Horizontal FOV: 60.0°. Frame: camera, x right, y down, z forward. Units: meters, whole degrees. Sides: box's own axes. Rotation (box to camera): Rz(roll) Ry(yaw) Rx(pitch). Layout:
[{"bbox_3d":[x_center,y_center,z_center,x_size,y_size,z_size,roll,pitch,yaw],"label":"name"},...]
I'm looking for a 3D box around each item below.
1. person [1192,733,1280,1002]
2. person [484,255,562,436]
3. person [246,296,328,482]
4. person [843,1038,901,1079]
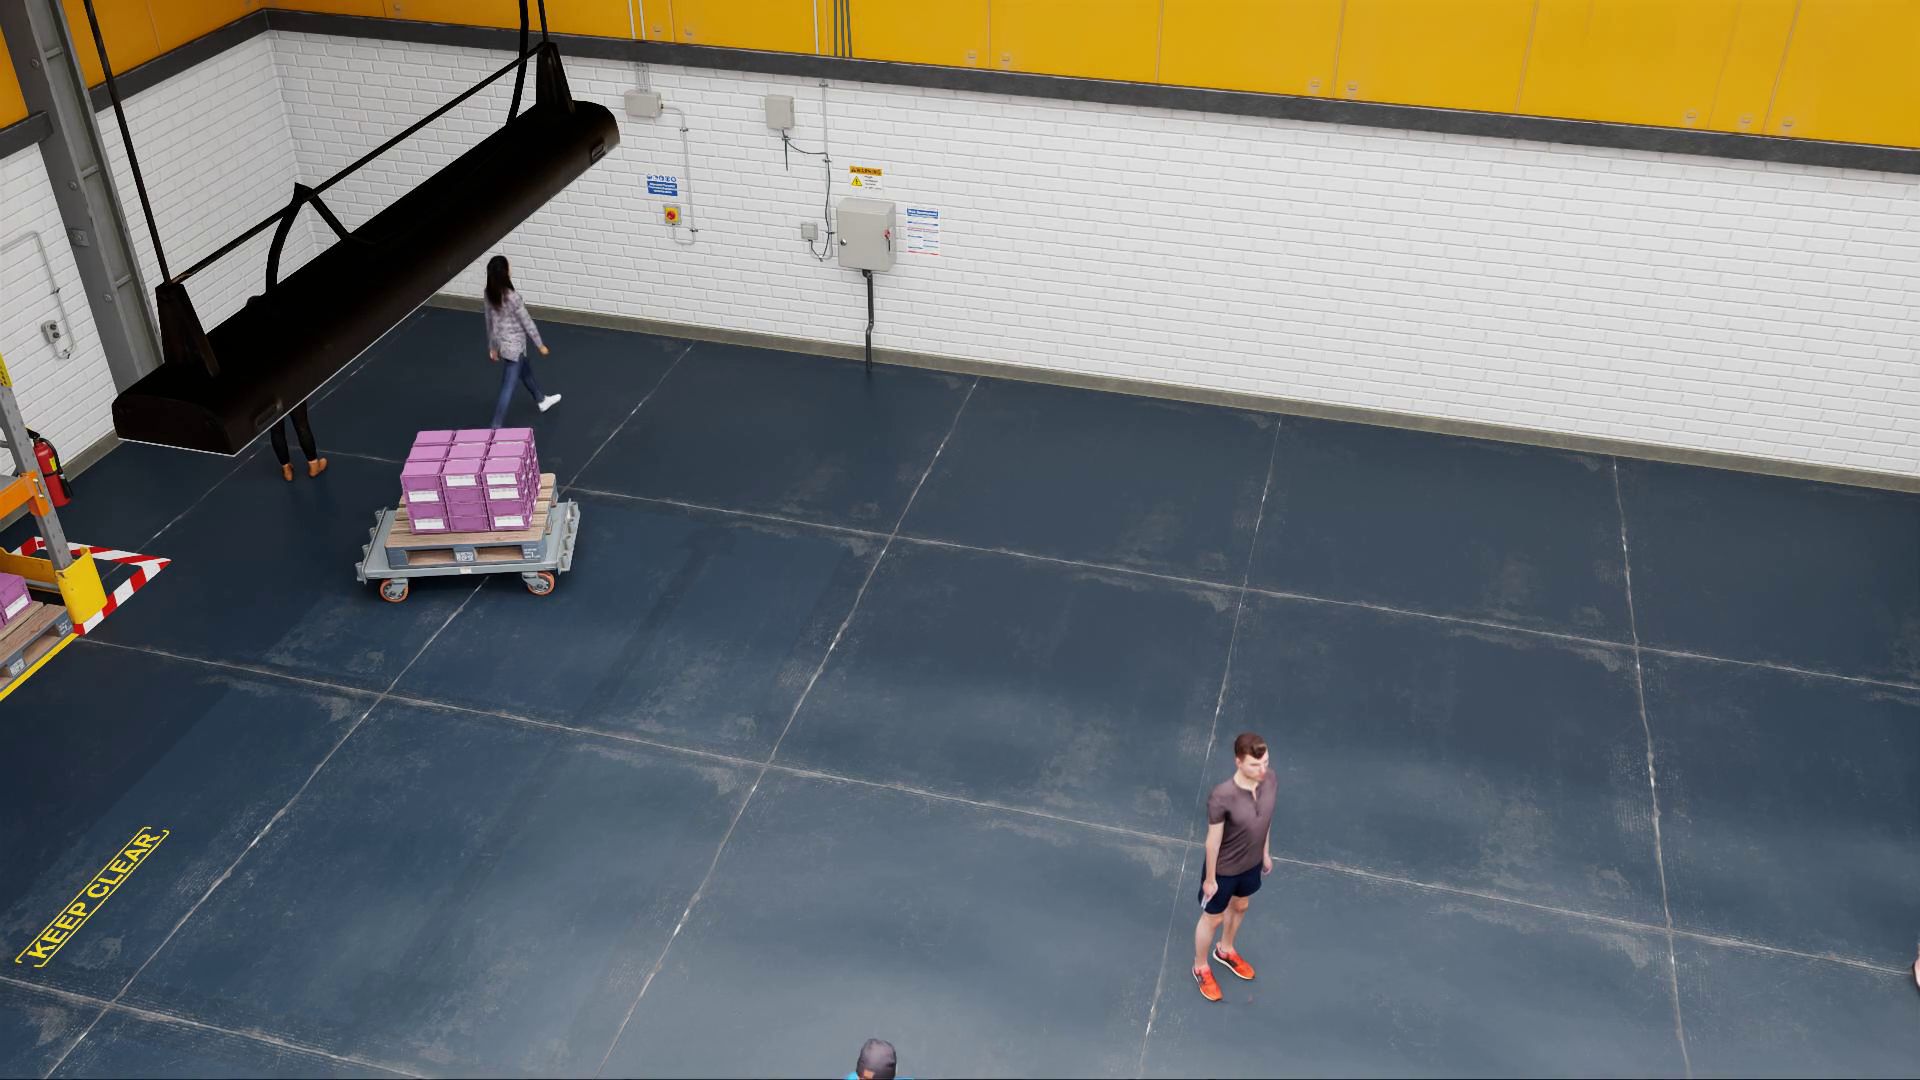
[{"bbox_3d":[1.571,1.833,9.524,0.706,1.852,0.779,-20,38,-27],"label":"person"},{"bbox_3d":[-4.092,-1.678,14.962,0.921,1.680,1.278,22,39,29],"label":"person"},{"bbox_3d":[-5.887,-1.314,14.374,0.679,1.724,0.665,-5,34,-8],"label":"person"},{"bbox_3d":[-0.307,2.930,7.932,0.739,1.787,0.787,22,40,30],"label":"person"}]
